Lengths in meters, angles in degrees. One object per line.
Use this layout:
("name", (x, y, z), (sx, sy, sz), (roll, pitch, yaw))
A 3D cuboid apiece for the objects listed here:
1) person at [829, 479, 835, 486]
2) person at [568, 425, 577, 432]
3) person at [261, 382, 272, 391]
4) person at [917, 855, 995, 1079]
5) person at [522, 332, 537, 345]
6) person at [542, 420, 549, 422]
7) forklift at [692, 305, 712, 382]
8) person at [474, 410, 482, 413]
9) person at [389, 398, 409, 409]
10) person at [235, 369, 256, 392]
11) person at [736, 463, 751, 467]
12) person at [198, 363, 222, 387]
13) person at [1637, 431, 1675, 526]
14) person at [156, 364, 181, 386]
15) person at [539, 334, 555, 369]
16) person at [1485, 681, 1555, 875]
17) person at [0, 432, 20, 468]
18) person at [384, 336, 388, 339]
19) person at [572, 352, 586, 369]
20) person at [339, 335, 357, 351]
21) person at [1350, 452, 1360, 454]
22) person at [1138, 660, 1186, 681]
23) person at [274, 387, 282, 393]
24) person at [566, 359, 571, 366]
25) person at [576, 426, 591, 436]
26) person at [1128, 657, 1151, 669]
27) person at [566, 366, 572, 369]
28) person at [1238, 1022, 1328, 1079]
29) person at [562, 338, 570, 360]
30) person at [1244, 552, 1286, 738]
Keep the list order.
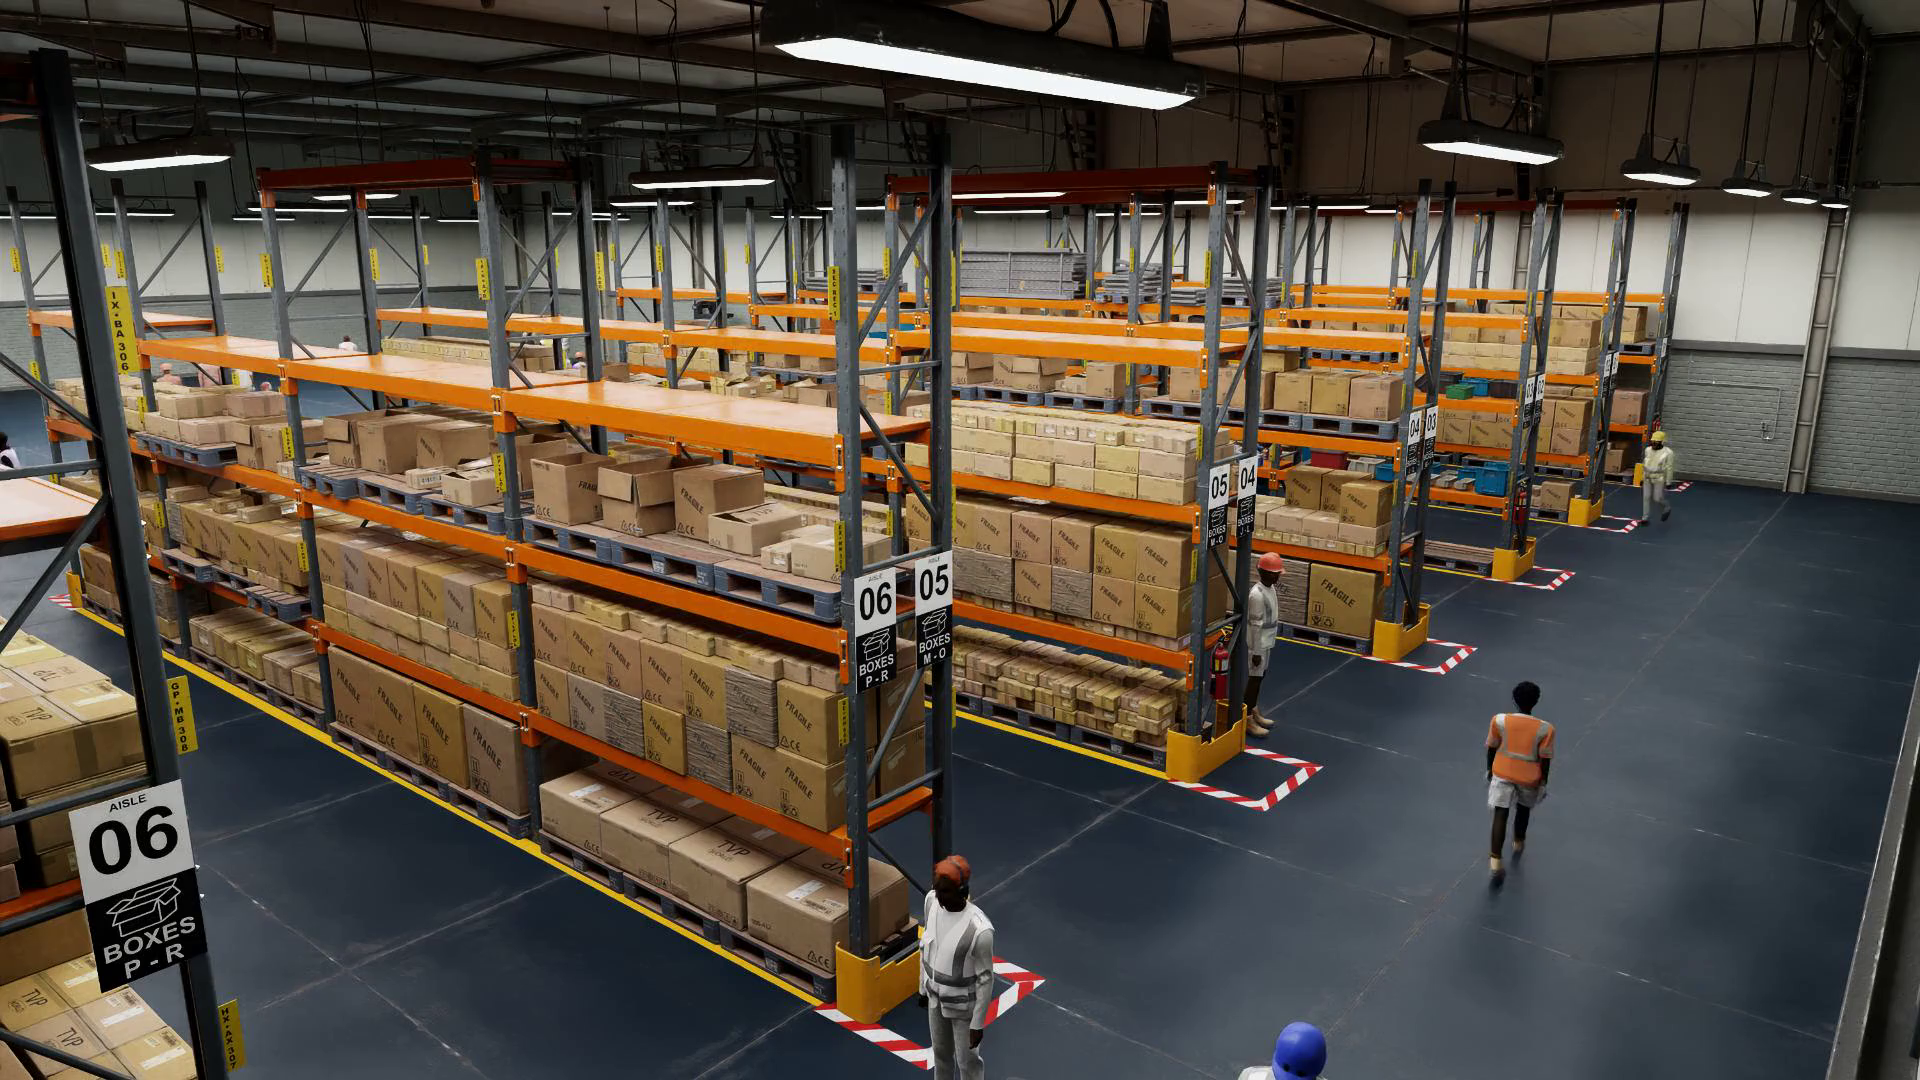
("person", (-2.593, -2.161, 27.357), (0.694, 2.000, 0.723), (-12, 18, -42))
("person", (-7.782, -1.486, 25.061), (0.599, 1.785, 0.810), (0, 14, 0))
("person", (-16.788, -2.907, 30.698), (0.682, 1.872, 0.614), (5, 15, 20))
("person", (-0.045, 2.734, 7.457), (0.355, 1.884, 0.575), (-12, 18, -41))
("person", (-17.525, -7.871, 51.273), (0.559, 1.794, 0.972), (-8, 16, -30))
("person", (-11.012, -3.526, 33.261), (0.346, 1.864, 0.551), (-4, 14, -17))
("forklift", (-9.511, -7.392, 47.124), (1.873, 2.768, 1.129), (11, 17, 38))
("person", (-13.275, -3.726, 34.535), (0.314, 1.642, 0.514), (-2, 14, -8))
("person", (-13.982, -3.100, 31.273), (0.624, 1.975, 0.592), (-10, 17, -34))
("person", (-21.562, -4.653, 37.981), (0.529, 1.832, 0.879), (-3, 14, -11))
("person", (-5.161, -2.770, 29.788), (0.605, 2.033, 0.396), (13, 19, 43))
("person", (-22.548, -4.684, 37.928), (0.645, 1.905, 0.400), (-10, 17, -36))
("person", (13.108, -1.163, 23.645), (0.584, 1.812, 0.587), (-6, 15, -23))
("person", (-21.484, -3.815, 34.291), (0.617, 1.940, 1.040), (-12, 18, -40))
("person", (-15.345, -6.856, 46.998), (0.627, 1.844, 0.429), (-6, 15, -22))
("person", (4.774, 2.038, 10.816), (0.539, 1.649, 0.905), (8, 16, 29))
("person", (-17.350, -1.063, 23.096), (0.959, 1.881, 0.592), (-7, 15, -27))
("person", (-20.999, -6.674, 46.444), (0.538, 1.737, 0.711), (-3, 14, -10))
("person", (-11.539, -4.789, 38.426), (0.551, 1.883, 1.053), (-10, 17, -35))
("person", (-22.089, -6.490, 45.525), (0.538, 1.823, 0.642), (12, 18, 42))
("person", (9.190, -2.618, 29.360), (0.373, 1.940, 0.628), (10, 17, 35))
("person", (2.437, 1.019, 14.693), (0.623, 1.787, 0.927), (-12, 18, -41))
("person", (-16.137, -2.713, 29.984), (0.771, 1.831, 0.486), (-7, 15, -27))
("person", (-12.812, -5.291, 40.835), (0.539, 1.700, 0.516), (1, 14, 3))
("person", (-9.360, -3.053, 31.244), (0.691, 1.882, 0.680), (-7, 15, -27))
("person", (2.278, 0.895, 15.543), (0.501, 1.632, 0.280), (-12, 18, -41))
("person", (-11.406, -4.276, 36.802), (0.311, 1.638, 0.523), (-7, 15, -26))
("person", (1.528, 3.093, 5.867), (0.602, 1.938, 0.401), (5, 14, 19))
("person", (-15.889, -7.708, 50.312), (0.619, 1.928, 0.657), (10, 17, 35))
("person", (3.324, 1.121, 13.764), (0.387, 2.039, 0.615), (6, 15, 24))
